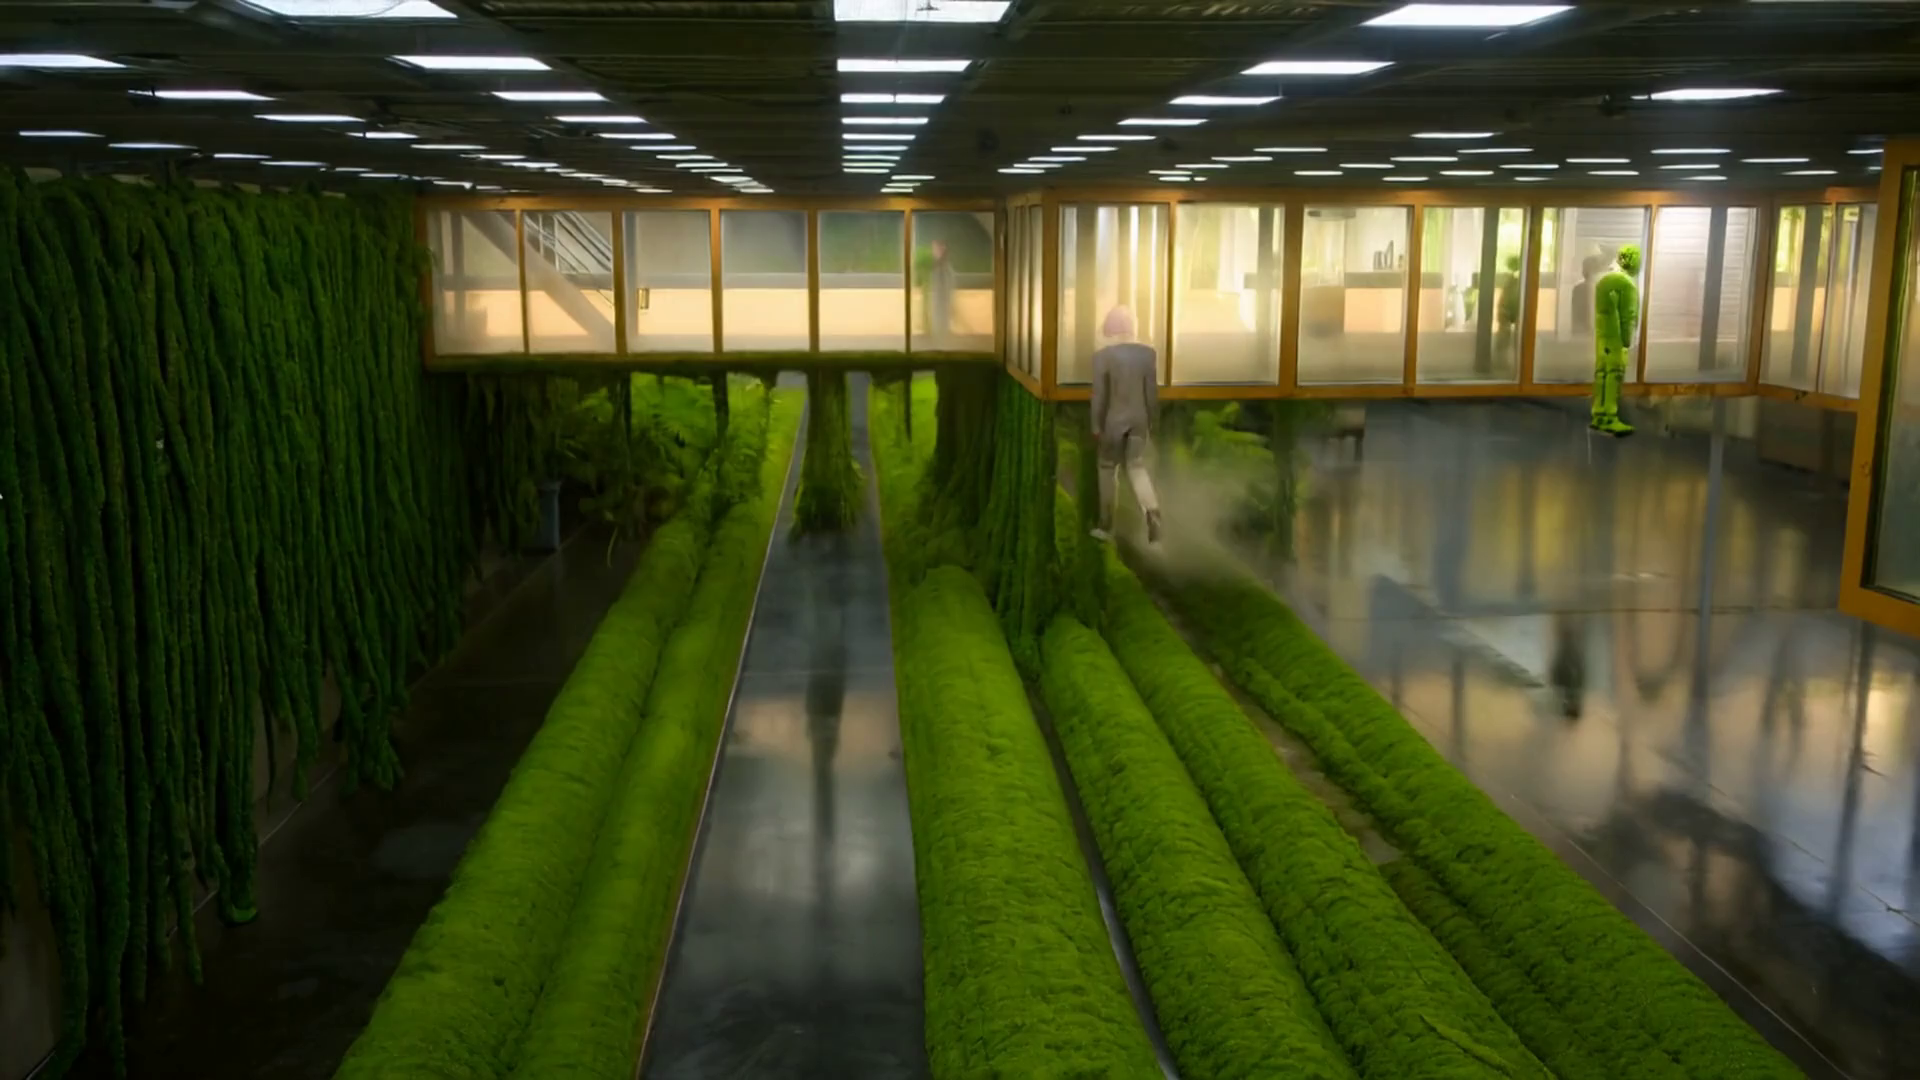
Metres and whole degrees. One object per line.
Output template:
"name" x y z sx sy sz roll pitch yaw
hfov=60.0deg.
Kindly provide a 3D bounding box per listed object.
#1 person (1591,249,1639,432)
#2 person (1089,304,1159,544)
"person" 6.911 -2.090 17.476 0.399 1.903 0.643 0 11 -2
"person" 1.106 -0.762 11.083 0.511 1.612 0.634 -4 11 -19
